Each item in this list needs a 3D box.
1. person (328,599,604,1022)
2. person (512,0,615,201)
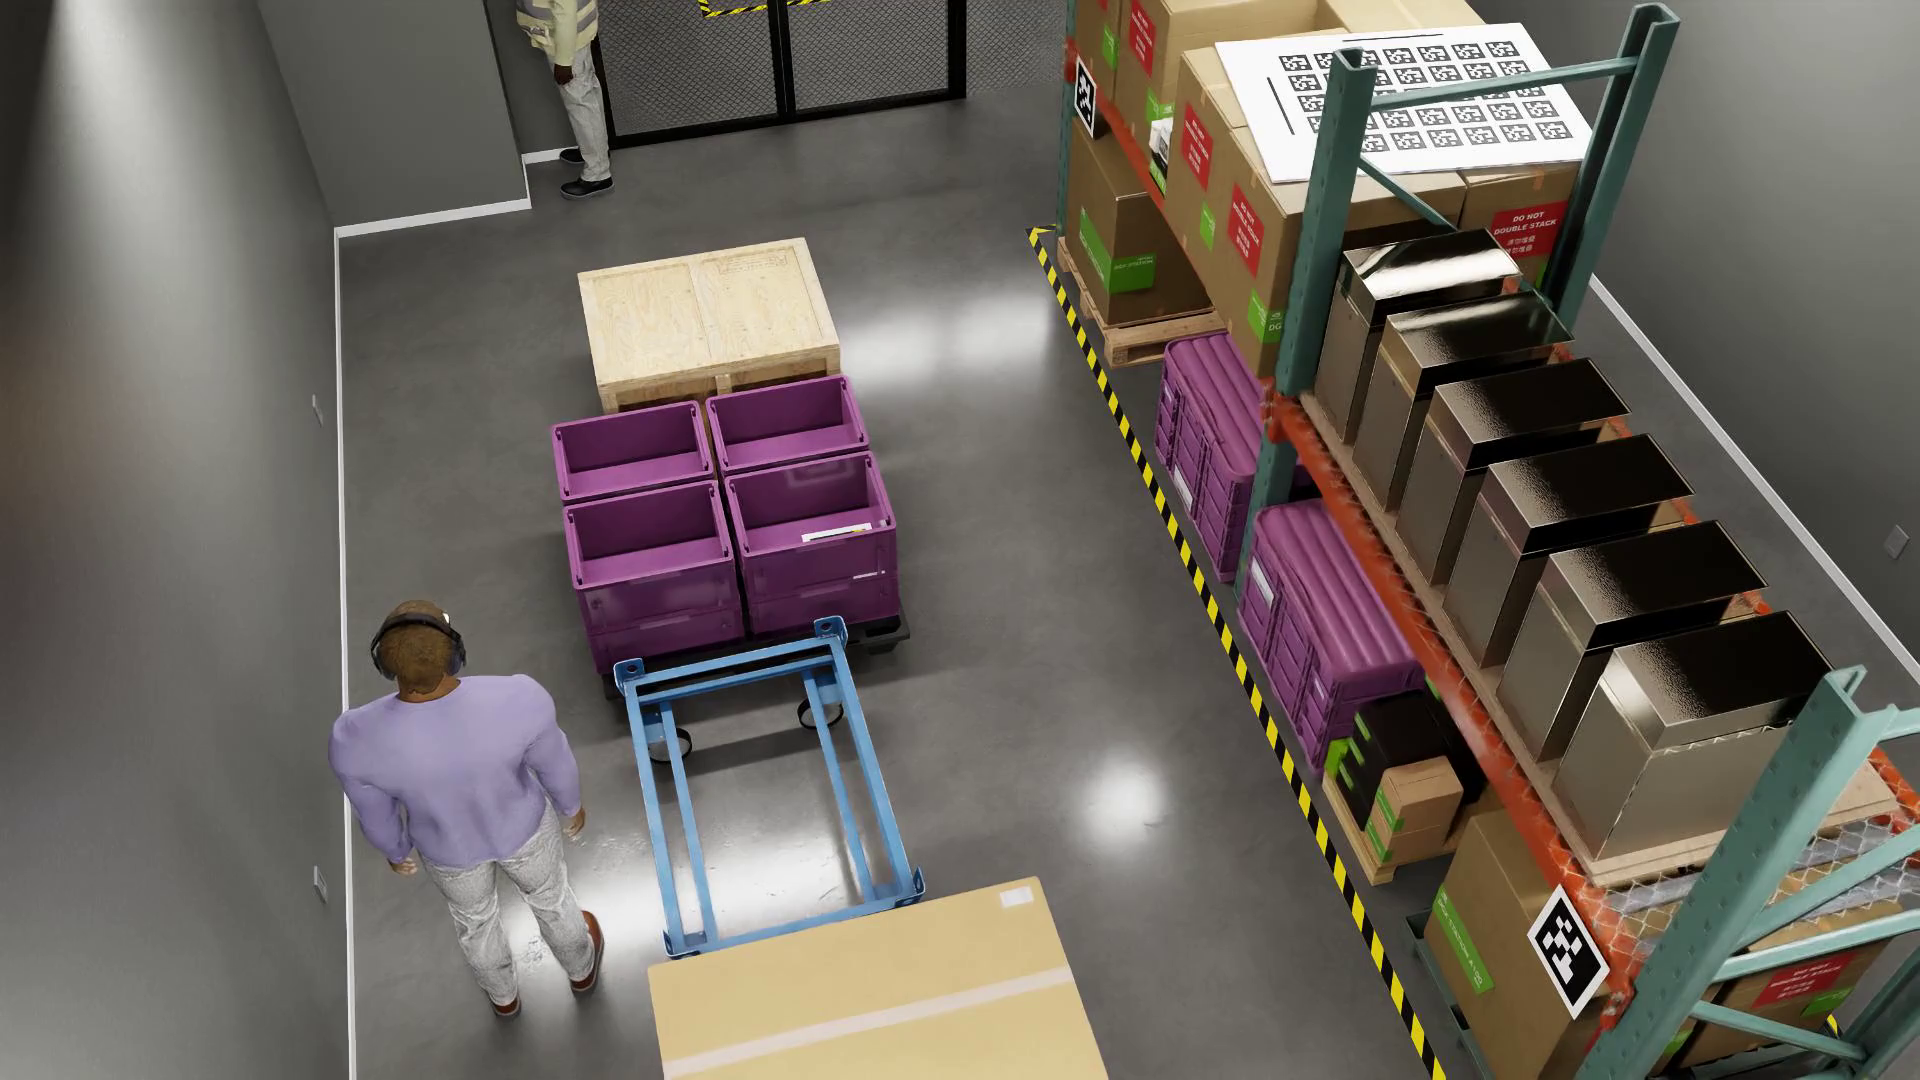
[{"bbox_3d":[-1.461,0.867,5.090,0.637,1.938,0.357,-13,49,-12],"label":"person"},{"bbox_3d":[-1.998,-2.567,8.314,0.404,1.831,0.600,-6,48,-5],"label":"person"}]
